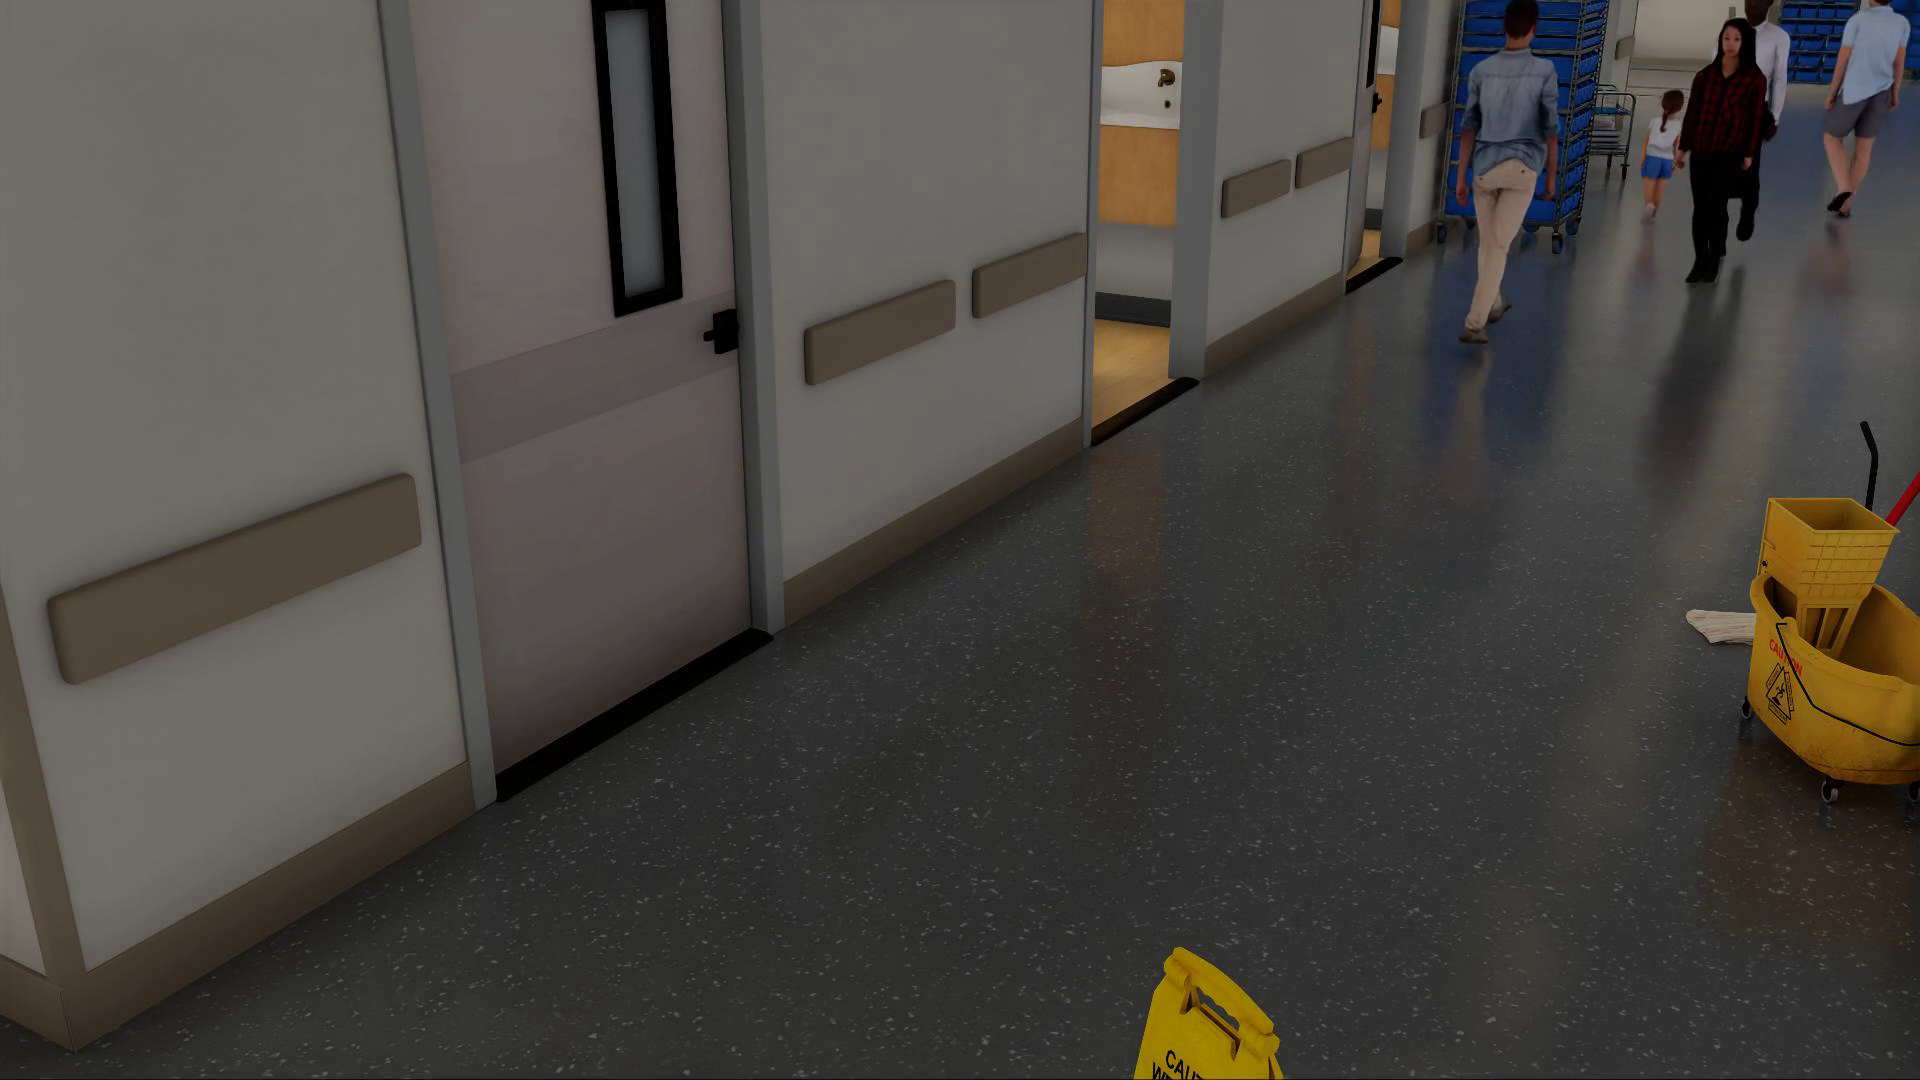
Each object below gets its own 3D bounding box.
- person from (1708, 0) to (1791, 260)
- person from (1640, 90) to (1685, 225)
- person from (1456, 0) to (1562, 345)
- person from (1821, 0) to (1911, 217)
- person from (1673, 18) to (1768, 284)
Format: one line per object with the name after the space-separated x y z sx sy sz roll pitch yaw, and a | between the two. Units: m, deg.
5.341 -2.846 11.353 0.719 1.820 0.892 15 26 35 | person
5.297 -2.878 12.586 0.496 1.005 0.682 7 22 18 | person
2.902 -1.920 8.941 0.723 1.797 1.253 13 25 31 | person
6.987 -3.403 12.827 0.814 1.818 0.848 4 21 10 | person
4.839 -2.466 10.597 0.639 1.644 0.628 18 27 39 | person
